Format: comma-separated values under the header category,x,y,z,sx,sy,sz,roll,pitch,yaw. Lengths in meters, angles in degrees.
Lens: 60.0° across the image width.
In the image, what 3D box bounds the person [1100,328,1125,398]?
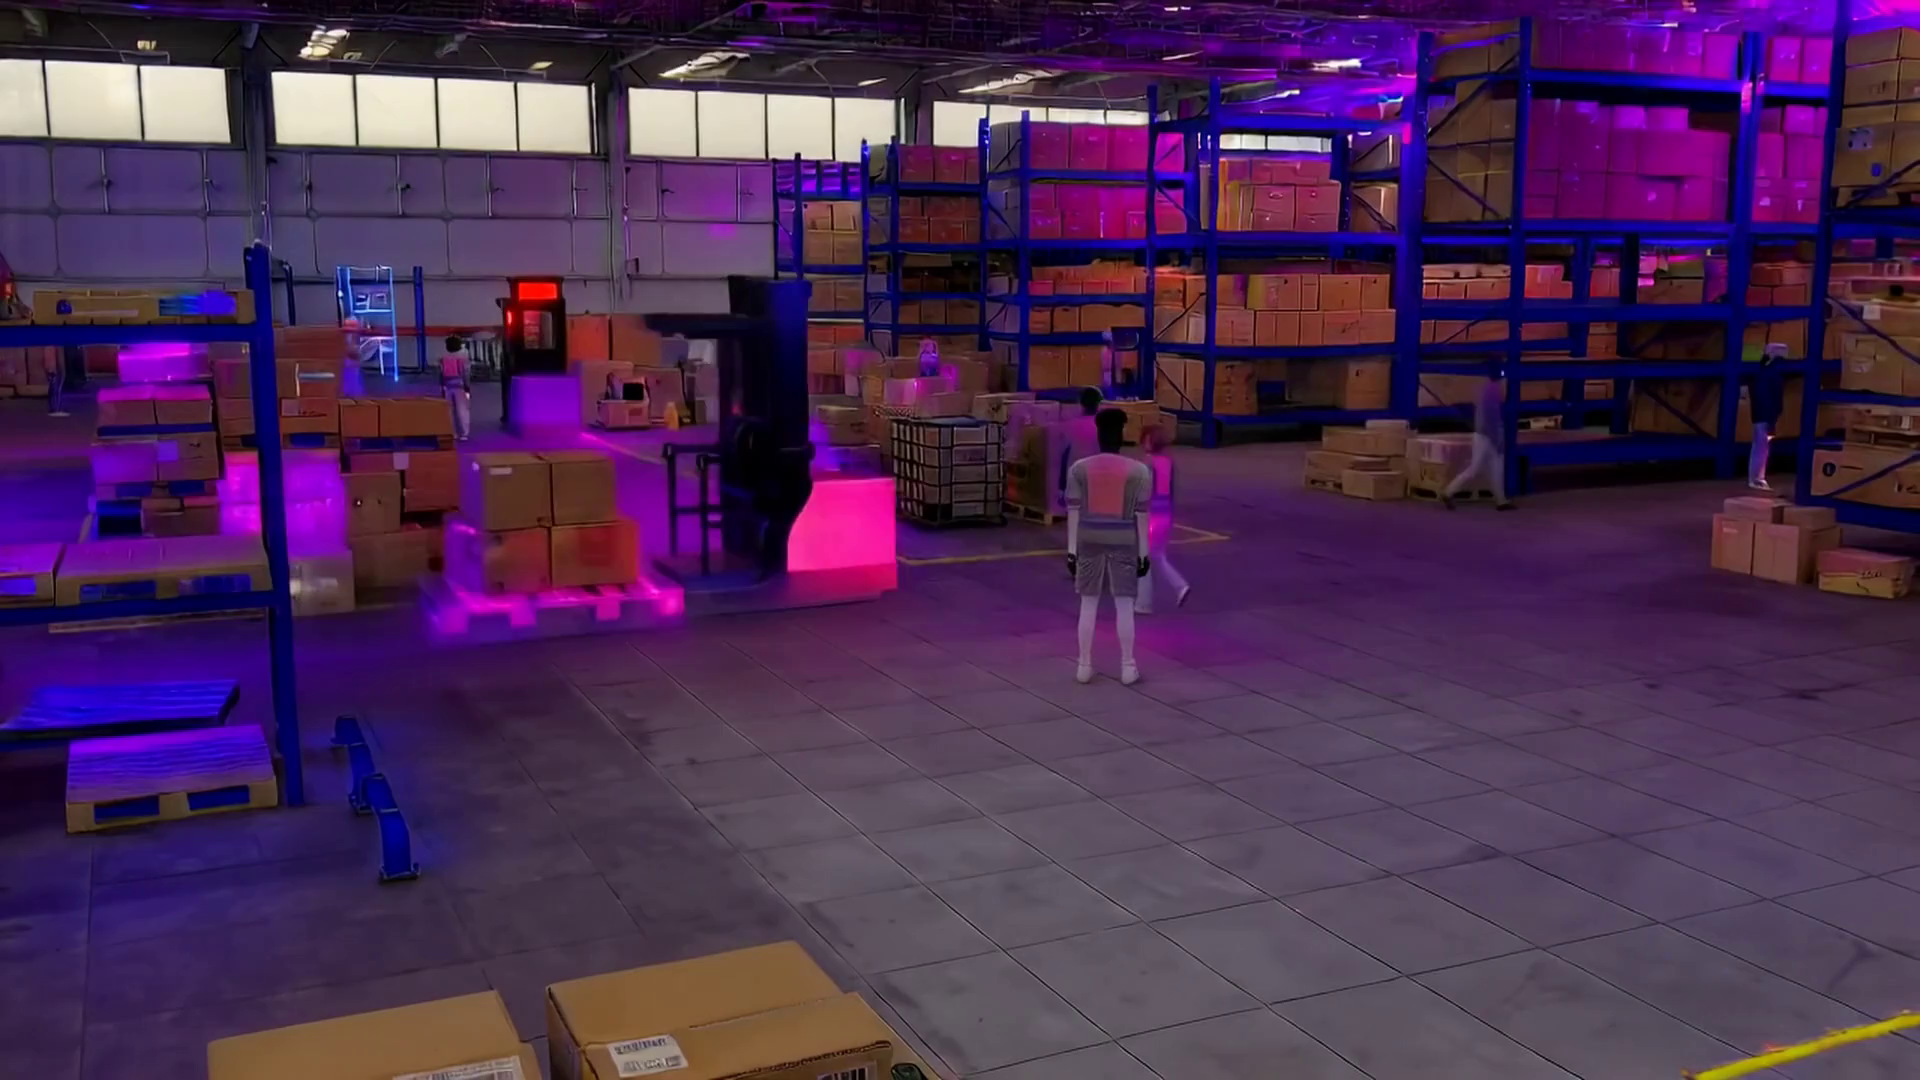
category,x,y,z,sx,sy,sz,roll,pitch,yaw
person,2.735,-2.859,29.904,0.556,1.894,1.002,7,12,39

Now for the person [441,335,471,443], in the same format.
category,x,y,z,sx,sy,sz,roll,pitch,yaw
person,-8.571,-2.568,28.250,0.629,1.840,0.430,6,11,31

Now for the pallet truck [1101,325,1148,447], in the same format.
category,x,y,z,sx,sy,sz,roll,pitch,yaw
pallet truck,2.881,-2.596,27.923,0.823,1.965,1.885,-1,9,-7

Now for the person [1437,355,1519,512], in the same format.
category,x,y,z,sx,sy,sz,roll,pitch,yaw
person,6.263,-1.267,19.989,0.916,1.909,0.638,2,9,12

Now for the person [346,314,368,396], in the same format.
category,x,y,z,sx,sy,sz,roll,pitch,yaw
person,-13.992,-4.235,38.324,0.550,1.926,0.569,-8,12,-41

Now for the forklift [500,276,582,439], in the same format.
category,x,y,z,sx,sy,sz,roll,pitch,yaw
forklift,-7.380,-3.234,29.149,1.129,2.768,1.873,-4,10,-25

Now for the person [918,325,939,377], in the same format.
category,x,y,z,sx,sy,sz,roll,pitch,yaw
person,-0.722,-3.999,37.560,0.532,1.698,0.319,-4,10,-26

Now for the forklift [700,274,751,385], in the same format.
category,x,y,z,sx,sy,sz,roll,pitch,yaw
forklift,-5.568,-5.306,42.007,1.873,2.768,1.129,-4,10,-25

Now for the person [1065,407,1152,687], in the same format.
category,x,y,z,sx,sy,sz,roll,pitch,yaw
person,1.037,0.051,11.639,0.604,1.957,0.386,2,9,13

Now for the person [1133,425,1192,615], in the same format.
category,x,y,z,sx,sy,sz,roll,pitch,yaw
person,1.640,-0.154,13.935,0.494,1.623,0.518,6,11,35

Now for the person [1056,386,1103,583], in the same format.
category,x,y,z,sx,sy,sz,roll,pitch,yaw
person,1.231,-0.536,15.683,0.551,1.818,0.998,4,10,22

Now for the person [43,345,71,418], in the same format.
category,x,y,z,sx,sy,sz,roll,pitch,yaw
person,-18.005,-3.393,33.104,0.368,1.929,0.627,-2,9,-11

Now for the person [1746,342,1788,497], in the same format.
category,x,y,z,sx,sy,sz,roll,pitch,yaw
person,10.449,-1.559,21.525,0.392,1.986,0.610,2,9,12

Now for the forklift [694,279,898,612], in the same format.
category,x,y,z,sx,sy,sz,roll,pitch,yaw
forklift,-1.591,-0.898,14.661,1.873,2.768,1.129,-4,10,-25
